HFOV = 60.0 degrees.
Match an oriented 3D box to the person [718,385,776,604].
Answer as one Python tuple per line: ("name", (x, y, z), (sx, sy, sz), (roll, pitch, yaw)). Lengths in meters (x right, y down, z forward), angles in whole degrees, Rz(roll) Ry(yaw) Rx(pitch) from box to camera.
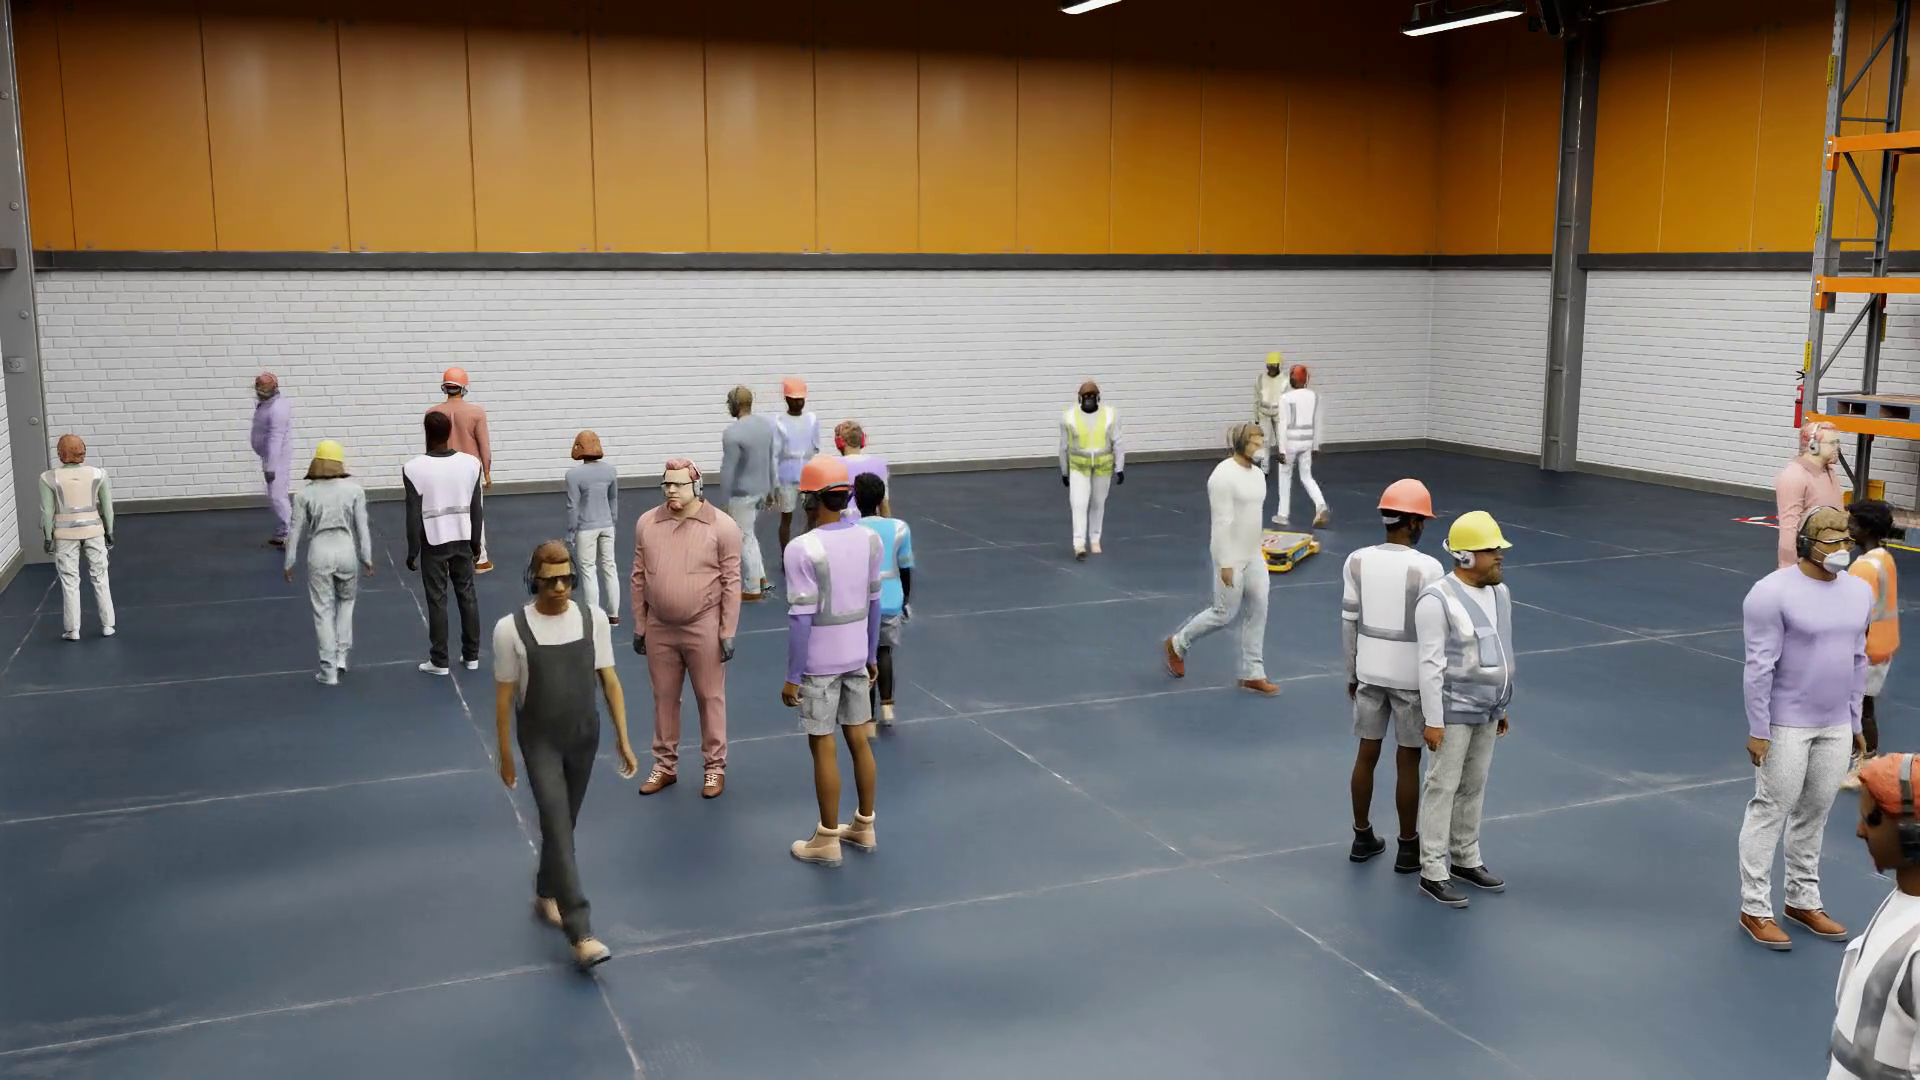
("person", (-1.885, -0.389, 14.534), (0.442, 1.924, 0.649), (5, 11, 27))

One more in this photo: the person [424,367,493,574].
("person", (-4.810, -0.663, 15.996), (0.611, 1.996, 0.379), (-1, 9, -4))

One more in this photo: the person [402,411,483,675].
("person", (-3.739, 0.022, 12.078), (0.593, 1.920, 0.391), (-9, 13, -43))

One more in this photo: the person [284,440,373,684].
("person", (-4.516, 0.152, 11.874), (0.602, 1.711, 0.539), (-5, 11, -29))

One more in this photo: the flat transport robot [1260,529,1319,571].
("flat transport robot", (3.104, 0.091, 16.641), (0.652, 0.197, 1.431), (4, 10, 25))

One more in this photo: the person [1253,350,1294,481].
("person", (4.361, -1.732, 23.041), (0.594, 1.815, 0.708), (3, 10, 19))

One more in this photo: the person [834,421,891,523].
("person", (-0.811, 0.049, 12.245), (0.796, 1.816, 0.536), (-6, 11, -34))

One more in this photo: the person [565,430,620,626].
("person", (-2.994, -0.077, 13.535), (0.286, 1.634, 0.500), (8, 12, 40))

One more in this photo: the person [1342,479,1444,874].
("person", (2.143, 0.663, 8.168), (0.542, 1.928, 0.374), (9, 13, 43))

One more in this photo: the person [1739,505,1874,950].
("person", (3.692, 0.807, 7.259), (0.631, 1.940, 0.372), (-3, 10, -18))

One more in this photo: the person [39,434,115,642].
("person", (-6.968, -0.017, 13.156), (0.523, 1.639, 0.309), (-7, 12, -38))

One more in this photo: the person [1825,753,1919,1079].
("person", (2.170, 1.397, 3.845), (0.354, 1.887, 0.573), (5, 11, 27))

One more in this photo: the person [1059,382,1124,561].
("person", (1.334, -0.699, 16.844), (0.642, 1.788, 0.976), (0, 9, -1))

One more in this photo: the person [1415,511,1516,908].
("person", (2.370, 0.775, 7.765), (0.591, 1.837, 0.403), (-7, 12, -38))

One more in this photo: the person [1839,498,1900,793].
("person", (5.009, 0.604, 9.262), (0.372, 1.683, 0.555), (8, 12, 40))

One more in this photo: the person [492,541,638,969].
("person", (-1.703, 0.892, 7.171), (0.533, 1.795, 0.958), (-7, 11, -35))

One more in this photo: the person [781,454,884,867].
("person", (-0.655, 0.590, 8.260), (0.391, 2.040, 0.615), (8, 13, 42))

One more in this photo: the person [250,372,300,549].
("person", (-7.201, -0.827, 17.401), (0.395, 1.872, 0.722), (-5, 10, -26))

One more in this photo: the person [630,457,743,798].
("person", (-1.540, 0.489, 9.288), (0.643, 1.909, 0.410), (2, 10, 11))

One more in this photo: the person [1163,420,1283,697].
("person", (1.859, 0.113, 11.540), (0.807, 1.914, 0.630), (8, 13, 41))

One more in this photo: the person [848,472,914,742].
("person", (-0.580, 0.410, 10.409), (0.552, 1.681, 0.436), (-4, 10, -23))

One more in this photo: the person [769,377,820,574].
("person", (-1.510, -0.575, 15.720), (0.564, 1.906, 0.798), (-5, 11, -28))

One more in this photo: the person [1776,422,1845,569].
("person", (5.871, 0.150, 11.389), (0.674, 1.903, 0.478), (-8, 13, -41))

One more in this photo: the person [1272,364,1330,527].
("person", (3.870, -1.061, 18.841), (0.582, 1.859, 0.826), (-4, 10, -24))
